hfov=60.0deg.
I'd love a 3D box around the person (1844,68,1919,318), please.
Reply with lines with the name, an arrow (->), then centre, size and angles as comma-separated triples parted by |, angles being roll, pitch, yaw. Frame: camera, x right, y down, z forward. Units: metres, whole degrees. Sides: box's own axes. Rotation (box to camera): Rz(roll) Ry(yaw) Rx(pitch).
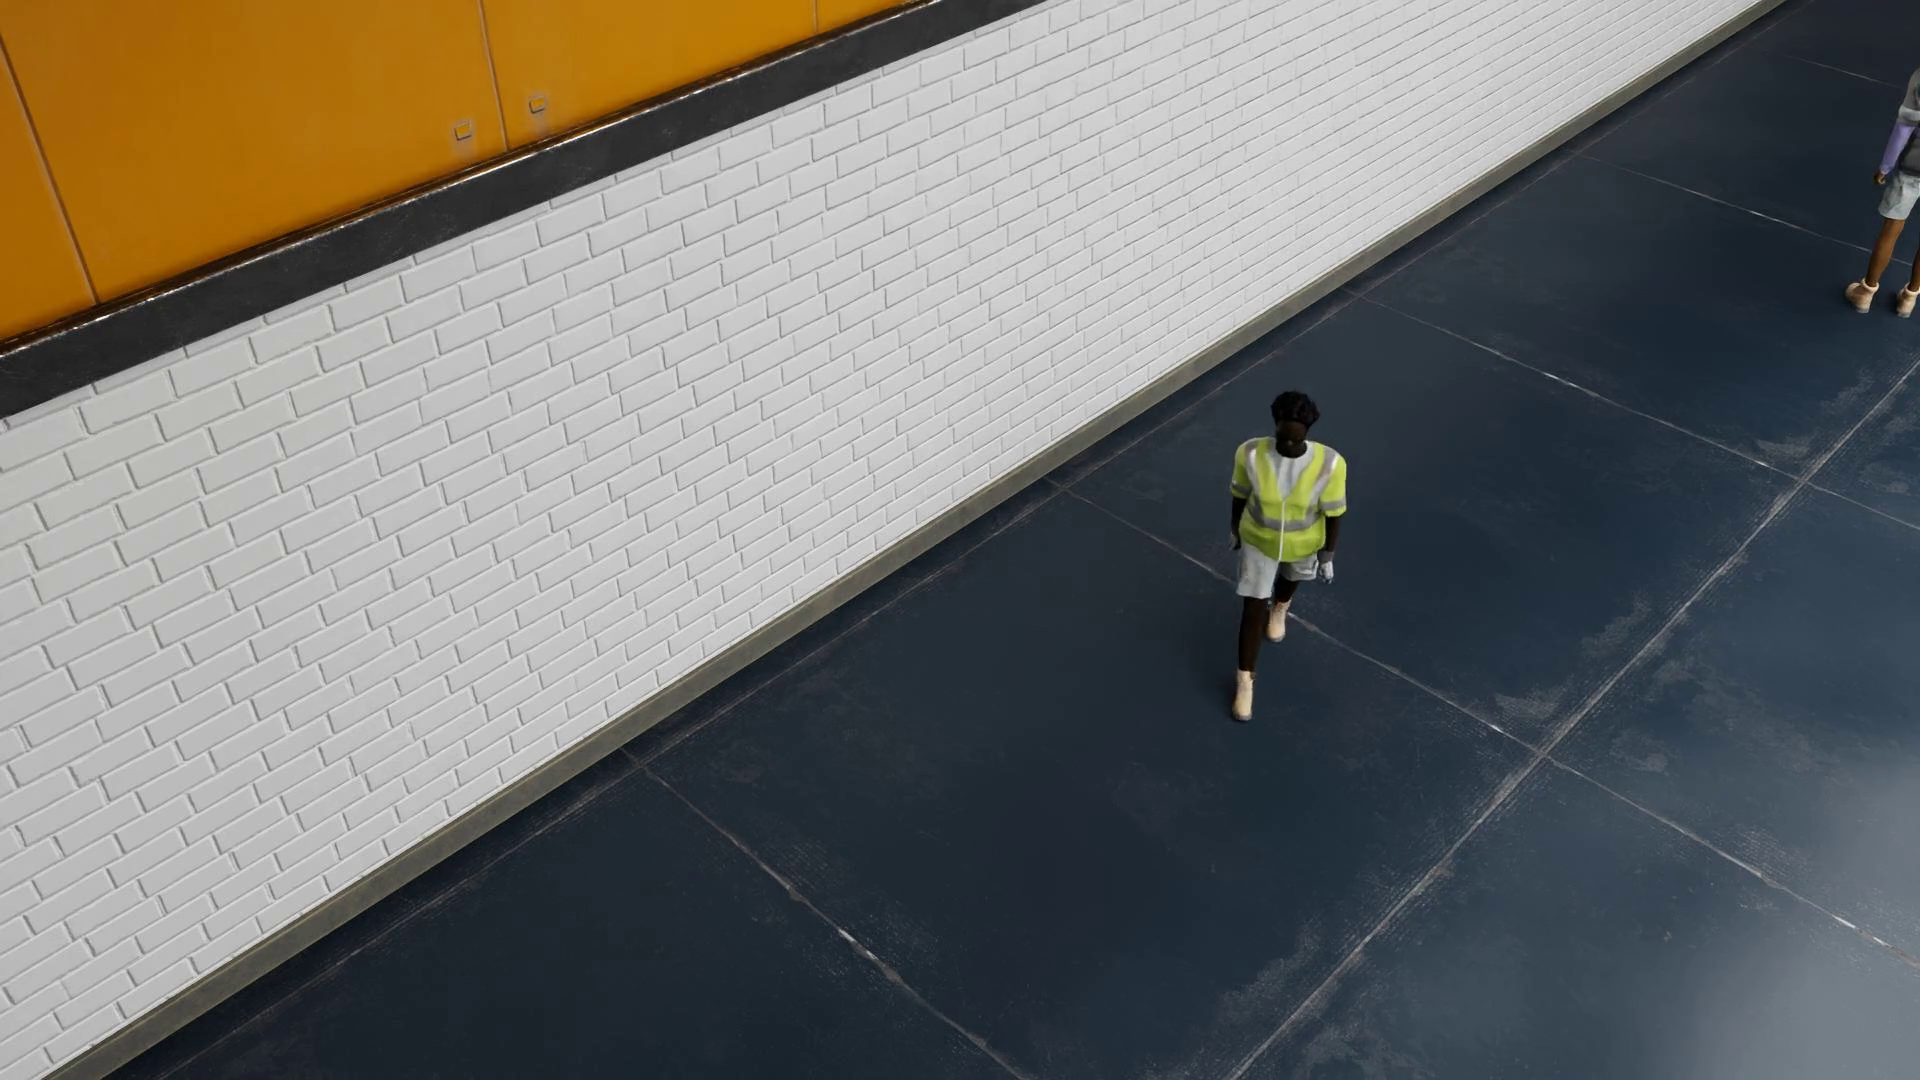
person -> 6.102, -2.359, 10.450 | 0.604, 2.045, 0.380 | 11, 40, 13

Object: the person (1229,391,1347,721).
person -> 1.513, -0.016, 7.835 | 0.532, 1.650, 0.875 | 7, 39, 9
